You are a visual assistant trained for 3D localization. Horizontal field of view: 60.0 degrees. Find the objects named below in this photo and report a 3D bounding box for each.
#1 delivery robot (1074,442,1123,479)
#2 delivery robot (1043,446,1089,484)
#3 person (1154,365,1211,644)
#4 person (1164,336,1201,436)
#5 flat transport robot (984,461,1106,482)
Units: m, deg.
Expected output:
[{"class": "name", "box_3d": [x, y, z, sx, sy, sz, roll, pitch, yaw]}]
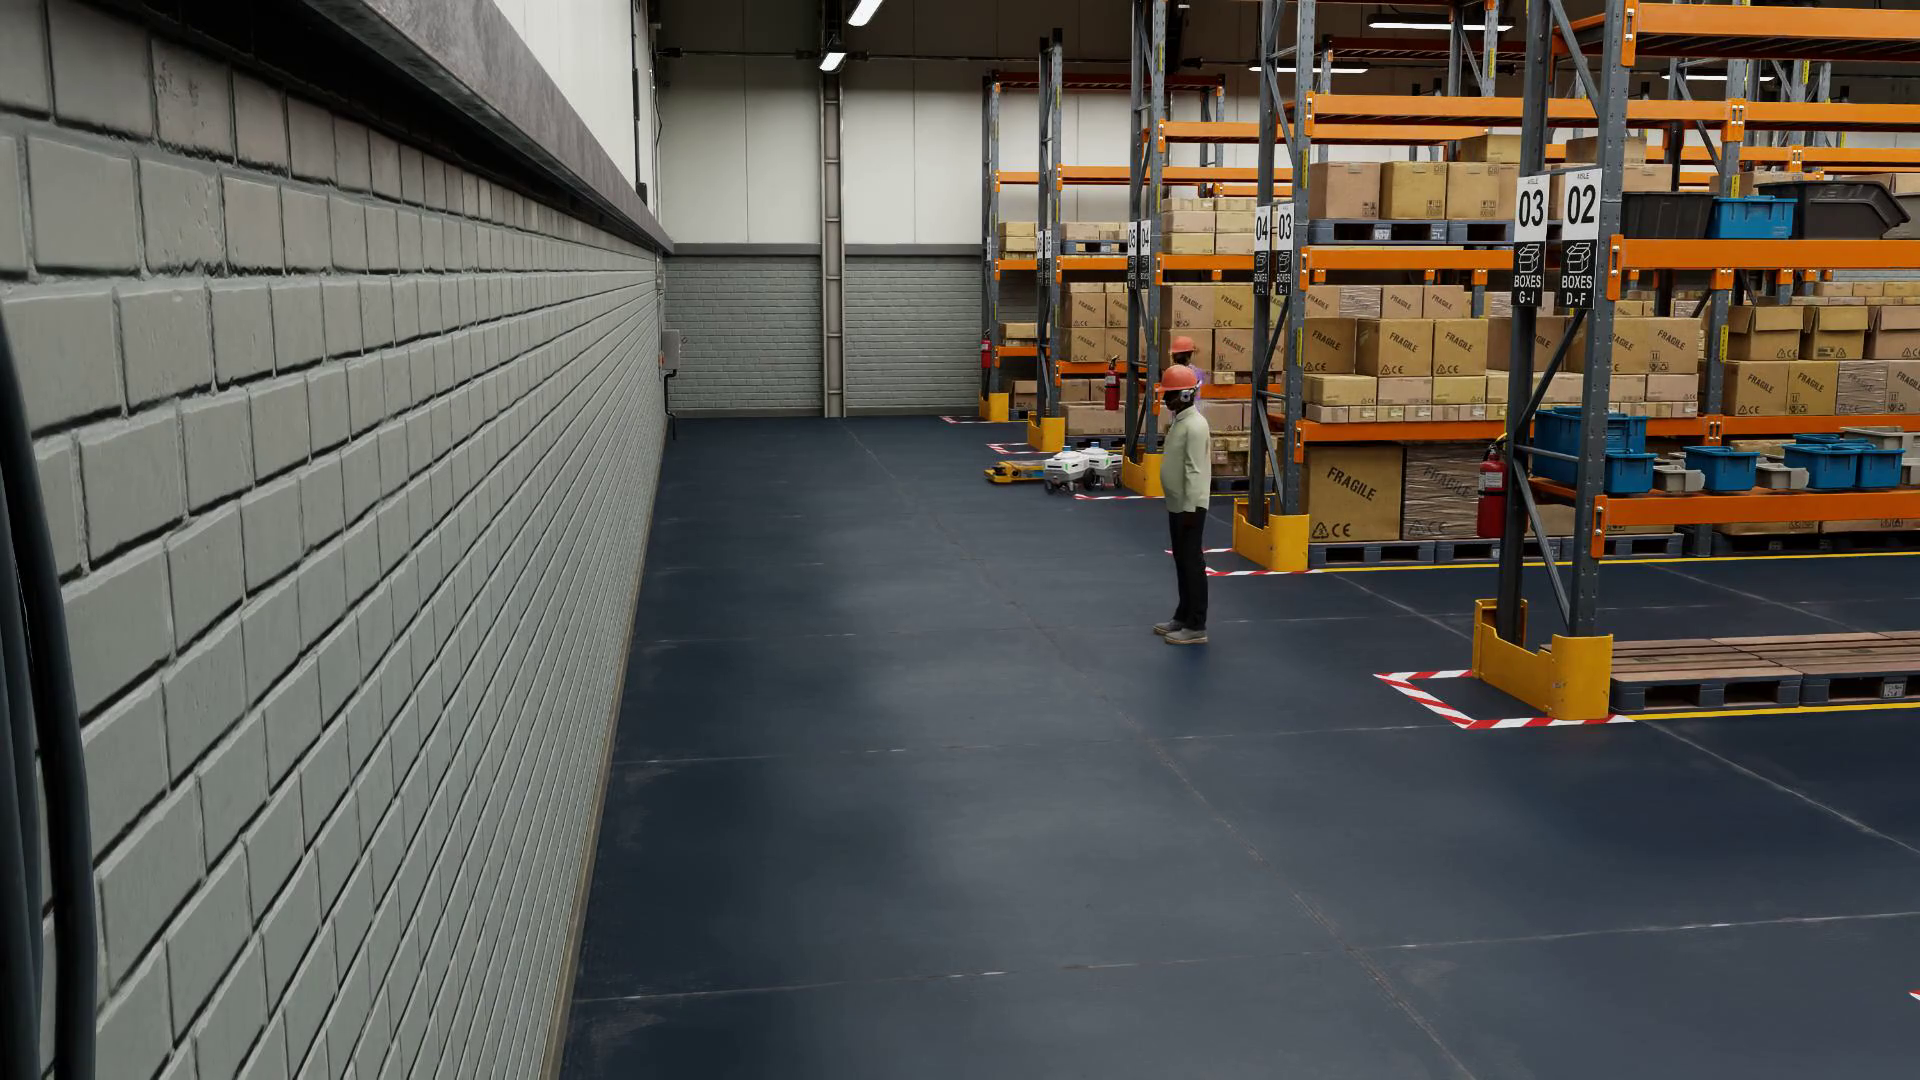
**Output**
[{"class": "delivery robot", "box_3d": [1.644, -0.956, 20.327, 0.477, 0.478, 0.707, -9, 13, -44]}, {"class": "delivery robot", "box_3d": [1.269, -0.883, 19.874, 0.477, 0.478, 0.707, 5, 10, 27]}, {"class": "person", "box_3d": [1.587, -0.258, 11.912, 0.401, 1.986, 0.611, -1, 9, -7]}, {"class": "person", "box_3d": [2.478, -1.337, 18.756, 0.445, 1.919, 0.561, -1, 9, -5]}, {"class": "flat transport robot", "box_3d": [1.068, -0.879, 21.010, 1.431, 0.197, 0.652, -2, 9, -10]}]
